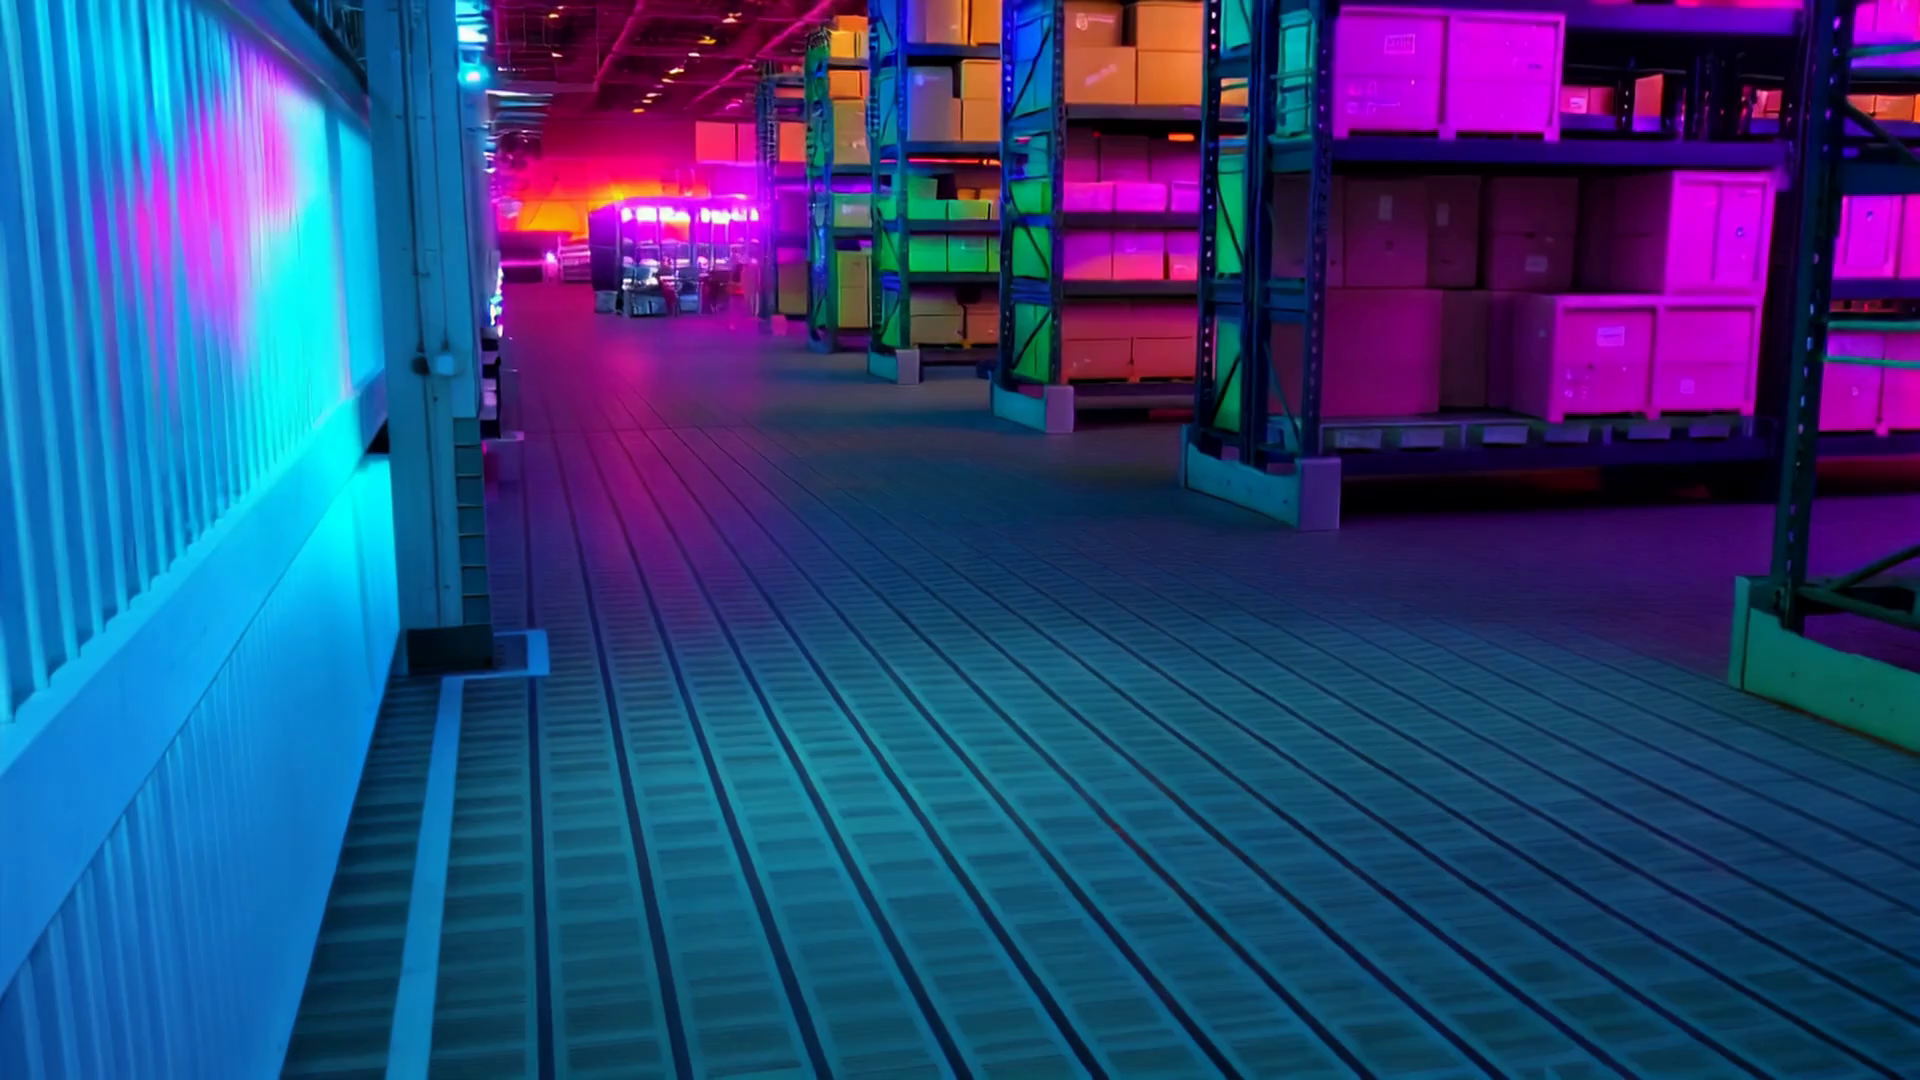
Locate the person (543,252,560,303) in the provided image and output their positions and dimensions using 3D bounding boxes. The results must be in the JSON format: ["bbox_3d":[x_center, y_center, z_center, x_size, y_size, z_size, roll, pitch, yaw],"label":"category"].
[{"bbox_3d":[-14.777,-9.511,60.206,0.610,1.820,0.653,-3,10,-15],"label":"person"}]

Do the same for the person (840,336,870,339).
[{"bbox_3d":[-2.374,-5.322,36.512,0.723,1.818,0.635,0,10,-3],"label":"person"}]

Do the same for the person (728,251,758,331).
[{"bbox_3d":[-5.170,-5.971,39.971,1.011,1.889,0.615,-9,13,-42],"label":"person"}]

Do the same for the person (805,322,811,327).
[{"bbox_3d":[-3.477,-6.352,41.974,0.611,1.958,0.994,8,13,39],"label":"person"}]

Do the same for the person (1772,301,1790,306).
[{"bbox_3d":[8.485,-1.891,17.339,0.413,1.726,0.498,-4,11,-21],"label":"person"}]
